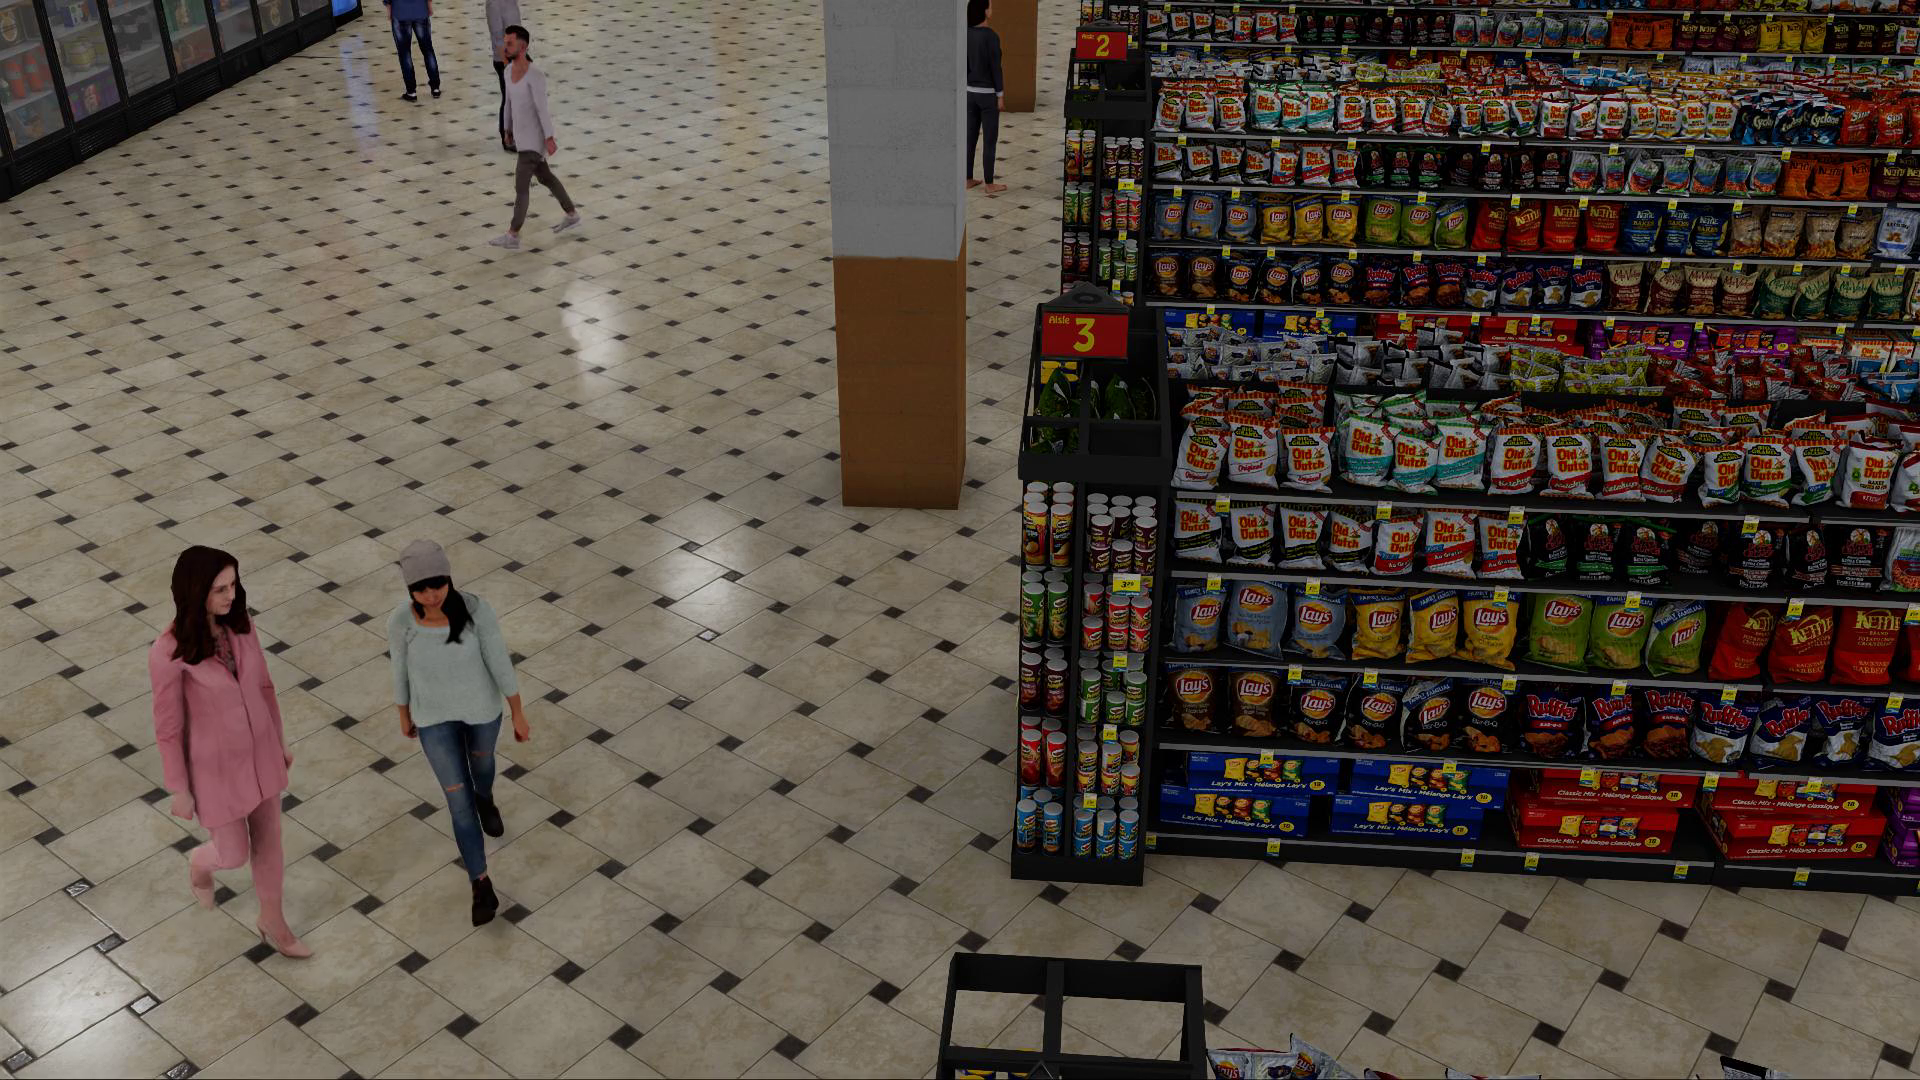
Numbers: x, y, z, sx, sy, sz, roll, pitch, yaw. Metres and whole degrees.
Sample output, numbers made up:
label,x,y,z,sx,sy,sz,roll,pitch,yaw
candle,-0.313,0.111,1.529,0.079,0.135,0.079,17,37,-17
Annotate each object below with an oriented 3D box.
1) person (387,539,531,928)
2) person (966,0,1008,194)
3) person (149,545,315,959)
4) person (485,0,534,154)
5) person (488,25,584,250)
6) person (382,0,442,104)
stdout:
label,x,y,z,sx,sy,sz,roll,pitch,yaw
person,-2.024,0.669,6.706,1.155,1.604,1.012,-10,30,-17
person,0.201,-4.092,15.255,0.653,1.768,0.750,22,36,35
person,-2.803,0.809,6.266,0.952,1.779,0.825,14,32,24
person,-4.490,-4.726,16.356,0.794,1.826,0.756,8,30,15
person,-3.518,-3.359,13.882,1.227,1.797,1.179,-23,36,-36
person,-6.039,-5.760,18.249,0.770,1.826,0.857,-19,34,-30
